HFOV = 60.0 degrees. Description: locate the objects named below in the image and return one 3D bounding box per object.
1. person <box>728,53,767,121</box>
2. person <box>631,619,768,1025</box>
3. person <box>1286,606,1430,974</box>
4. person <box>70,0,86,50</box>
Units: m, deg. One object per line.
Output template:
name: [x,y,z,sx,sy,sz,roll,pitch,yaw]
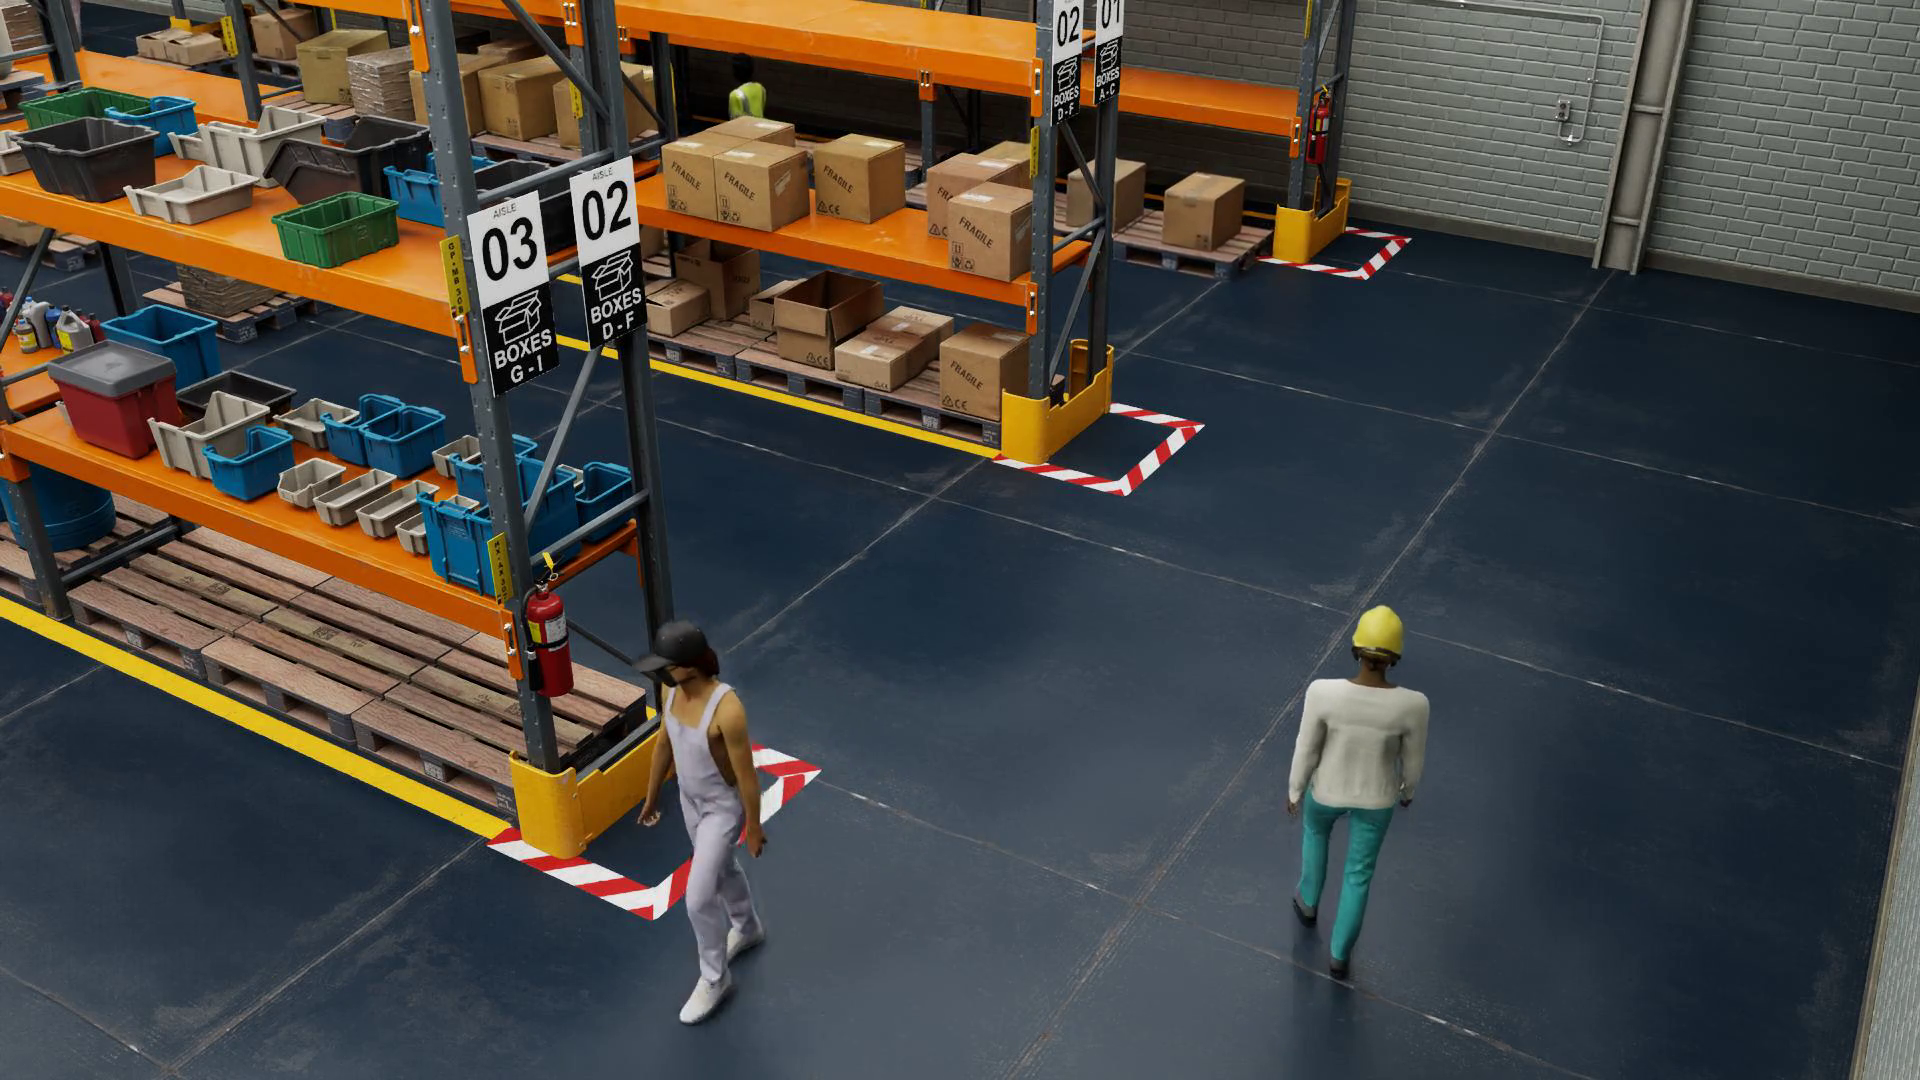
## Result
person: [-2.075,-3.913,16.231,0.887,1.642,0.545,17,33,28]
person: [-1.118,1.152,6.959,0.738,1.830,0.538,-25,38,-37]
person: [1.715,1.040,7.242,0.558,1.740,0.666,6,30,10]
person: [-12.113,-7.525,22.543,0.611,1.813,0.454,-1,29,-1]
